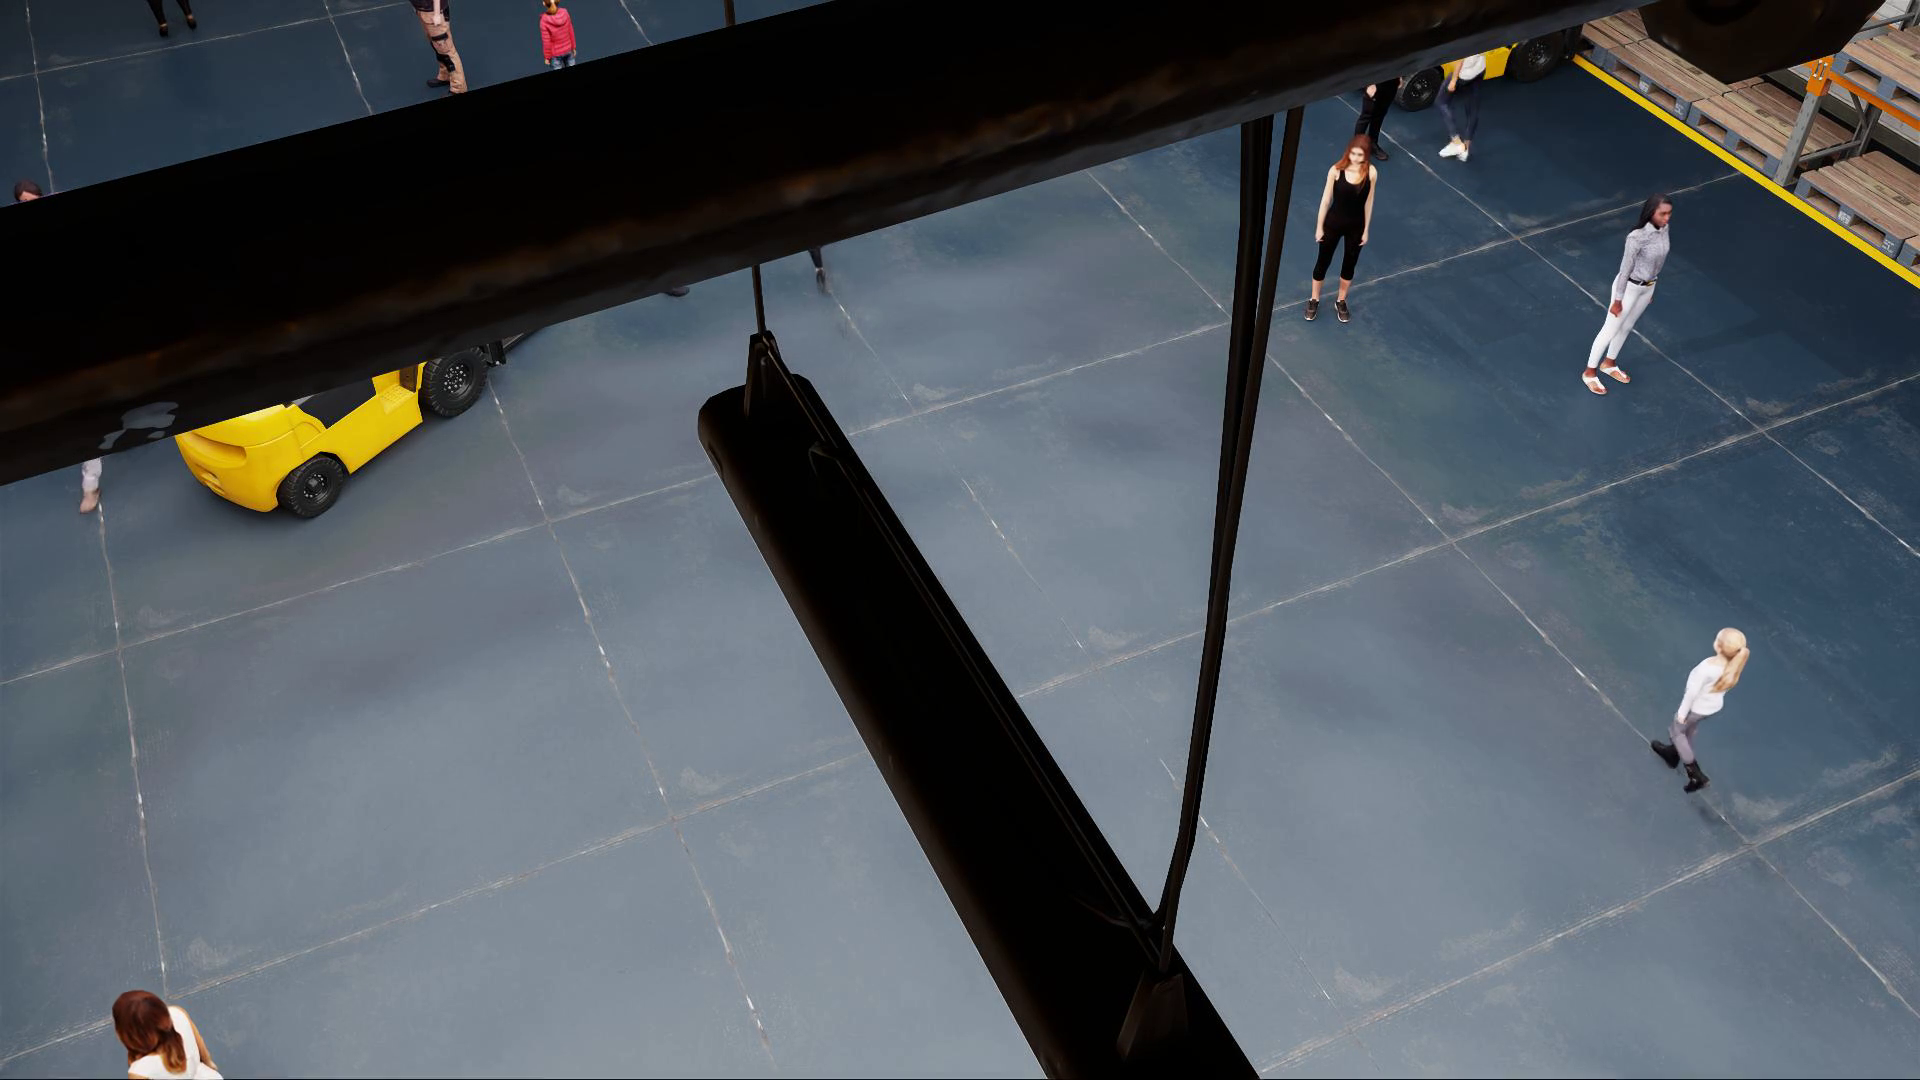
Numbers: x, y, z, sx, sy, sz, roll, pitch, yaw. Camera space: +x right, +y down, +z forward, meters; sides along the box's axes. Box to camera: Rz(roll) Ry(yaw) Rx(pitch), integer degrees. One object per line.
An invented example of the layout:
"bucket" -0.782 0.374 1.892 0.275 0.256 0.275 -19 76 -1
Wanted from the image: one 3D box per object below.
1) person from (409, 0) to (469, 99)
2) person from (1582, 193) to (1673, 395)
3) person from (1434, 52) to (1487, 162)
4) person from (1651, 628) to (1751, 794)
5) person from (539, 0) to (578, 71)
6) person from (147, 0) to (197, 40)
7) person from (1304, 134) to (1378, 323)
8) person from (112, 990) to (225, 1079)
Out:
"person" -5.205 -5.273 16.407 0.774 1.842 0.573 -24 49 -23
"person" 5.253 -1.948 13.002 0.615 1.725 0.555 -23 48 -23
"person" 4.765 -4.287 15.402 0.752 1.801 0.702 -28 50 -26
"person" 4.581 1.045 10.191 0.500 1.268 0.743 -16 46 -16
"person" -3.894 -4.761 16.251 0.572 1.318 0.579 -33 53 -30
"person" -8.457 -6.151 17.331 0.696 1.840 0.655 -27 50 -25
"person" 3.160 -2.578 13.666 0.658 1.721 0.670 4 44 4
"person" -3.699 2.732 8.051 0.743 1.777 0.657 7 44 8
